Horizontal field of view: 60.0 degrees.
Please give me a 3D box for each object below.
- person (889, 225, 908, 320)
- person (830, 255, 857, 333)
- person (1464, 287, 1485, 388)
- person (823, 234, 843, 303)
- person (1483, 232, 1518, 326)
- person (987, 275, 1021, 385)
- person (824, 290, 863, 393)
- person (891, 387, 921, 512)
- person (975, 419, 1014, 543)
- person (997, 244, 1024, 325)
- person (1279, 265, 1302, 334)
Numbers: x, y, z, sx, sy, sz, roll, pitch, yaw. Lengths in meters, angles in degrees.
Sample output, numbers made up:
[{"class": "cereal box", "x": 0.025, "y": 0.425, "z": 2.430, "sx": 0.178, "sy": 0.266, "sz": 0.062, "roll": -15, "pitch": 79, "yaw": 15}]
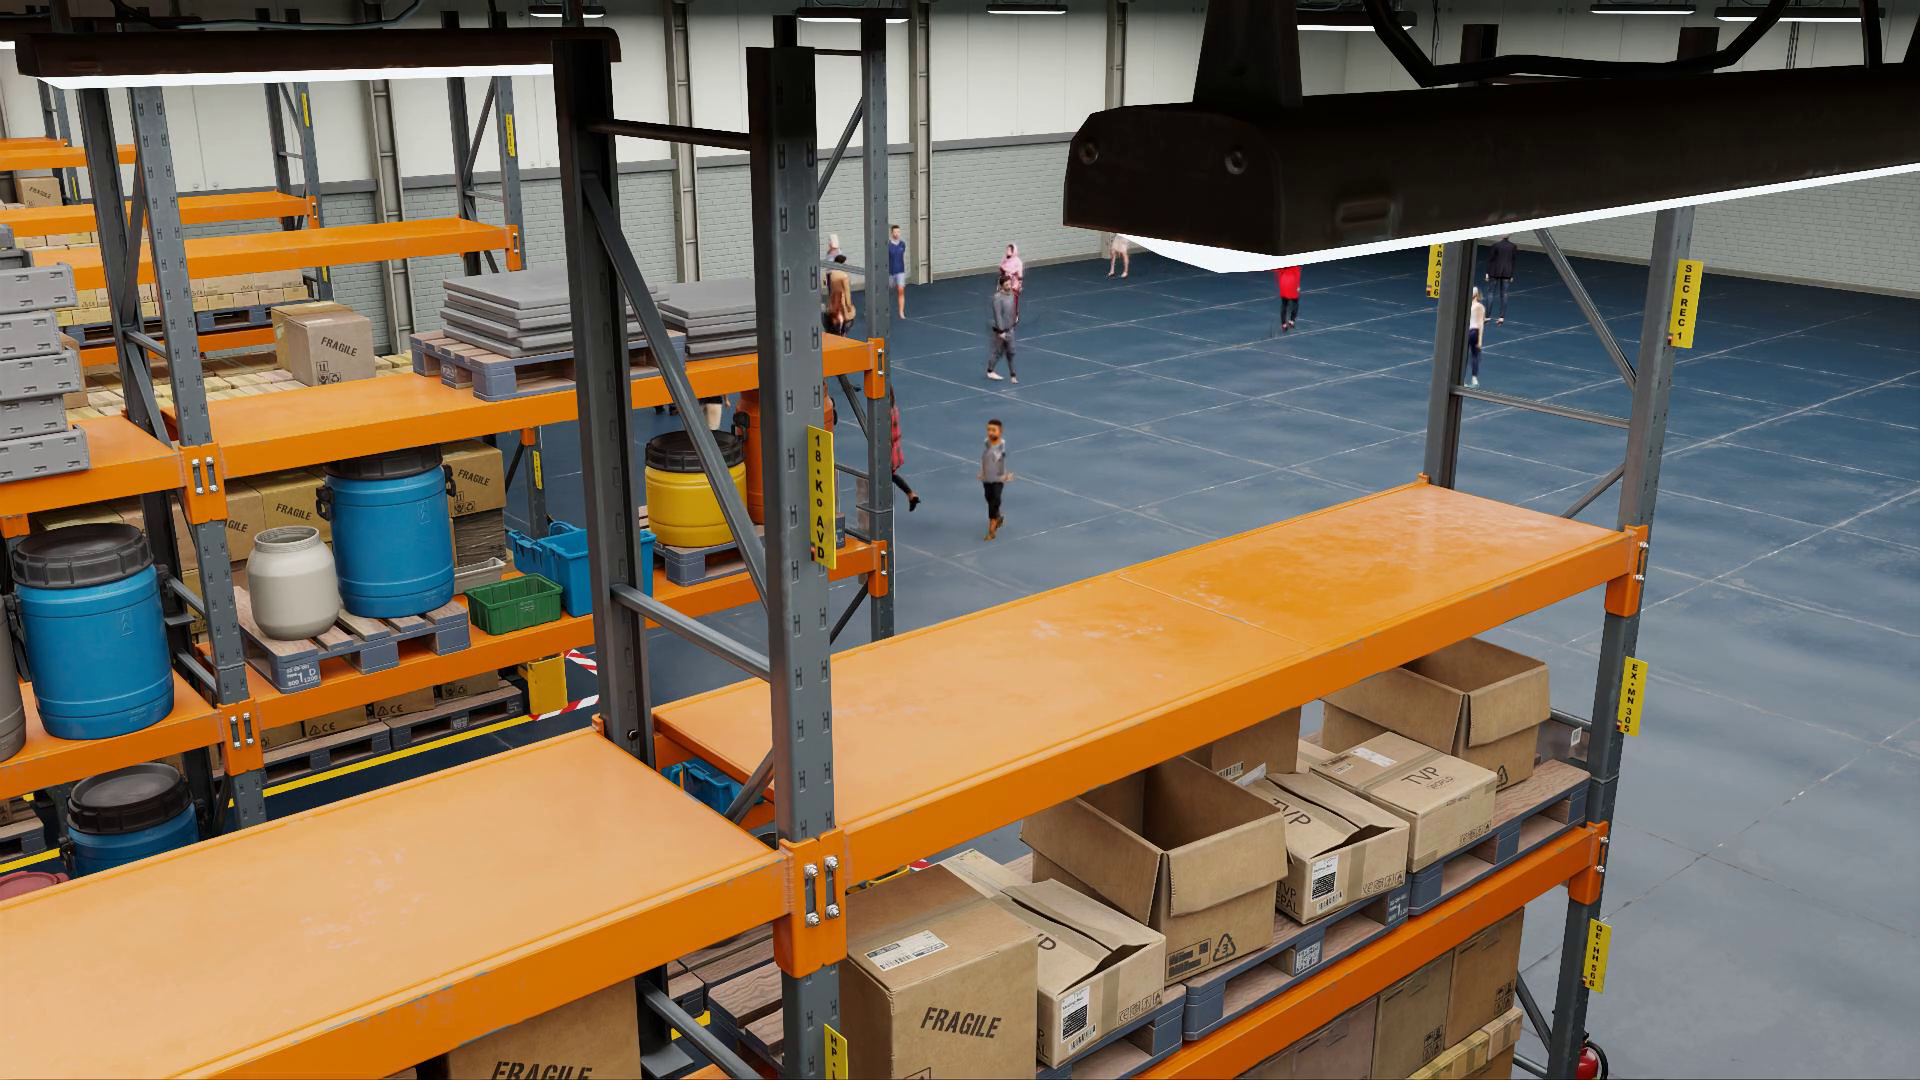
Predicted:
[{"class": "person", "x": -1.341, "y": -5.344, "z": 33.167, "sx": 1.184, "sy": 1.807, "sz": 0.948, "roll": -7, "pitch": 19, "yaw": -21}, {"class": "person", "x": -2.194, "y": -4.274, "z": 30.022, "sx": 0.710, "sy": 1.718, "sz": 0.777, "roll": 17, "pitch": 24, "yaw": 41}, {"class": "person", "x": 8.223, "y": -3.232, "z": 26.916, "sx": 0.764, "sy": 1.660, "sz": 0.978, "roll": 15, "pitch": 23, "yaw": 38}, {"class": "person", "x": -2.420, "y": -5.168, "z": 32.782, "sx": 0.612, "sy": 1.711, "sz": 0.588, "roll": -14, "pitch": 22, "yaw": -36}, {"class": "person", "x": 9.550, "y": -4.710, "z": 29.500, "sx": 0.824, "sy": 1.782, "sz": 0.783, "roll": 3, "pitch": 18, "yaw": 9}, {"class": "person", "x": 0.687, "y": -3.481, "z": 27.485, "sx": 0.767, "sy": 1.783, "sz": 0.926, "roll": 16, "pitch": 24, "yaw": 41}, {"class": "person", "x": -2.109, "y": -3.148, "z": 26.675, "sx": 0.992, "sy": 1.651, "sz": 1.217, "roll": 9, "pitch": 20, "yaw": 26}, {"class": "person", "x": -0.793, "y": -1.043, "z": 20.143, "sx": 0.875, "sy": 1.692, "sz": 0.867, "roll": 8, "pitch": 20, "yaw": 22}, {"class": "person", "x": 0.426, "y": -0.797, "z": 19.817, "sx": 0.893, "sy": 1.427, "sz": 1.100, "roll": 7, "pitch": 19, "yaw": 21}, {"class": "person", "x": 0.995, "y": -4.898, "z": 32.133, "sx": 0.876, "sy": 1.598, "sz": 1.113, "roll": 10, "pitch": 20, "yaw": 28}, {"class": "person", "x": 6.219, "y": -4.803, "z": 31.625, "sx": 0.703, "sy": 1.733, "sz": 0.715, "roll": 13, "pitch": 22, "yaw": 34}]
